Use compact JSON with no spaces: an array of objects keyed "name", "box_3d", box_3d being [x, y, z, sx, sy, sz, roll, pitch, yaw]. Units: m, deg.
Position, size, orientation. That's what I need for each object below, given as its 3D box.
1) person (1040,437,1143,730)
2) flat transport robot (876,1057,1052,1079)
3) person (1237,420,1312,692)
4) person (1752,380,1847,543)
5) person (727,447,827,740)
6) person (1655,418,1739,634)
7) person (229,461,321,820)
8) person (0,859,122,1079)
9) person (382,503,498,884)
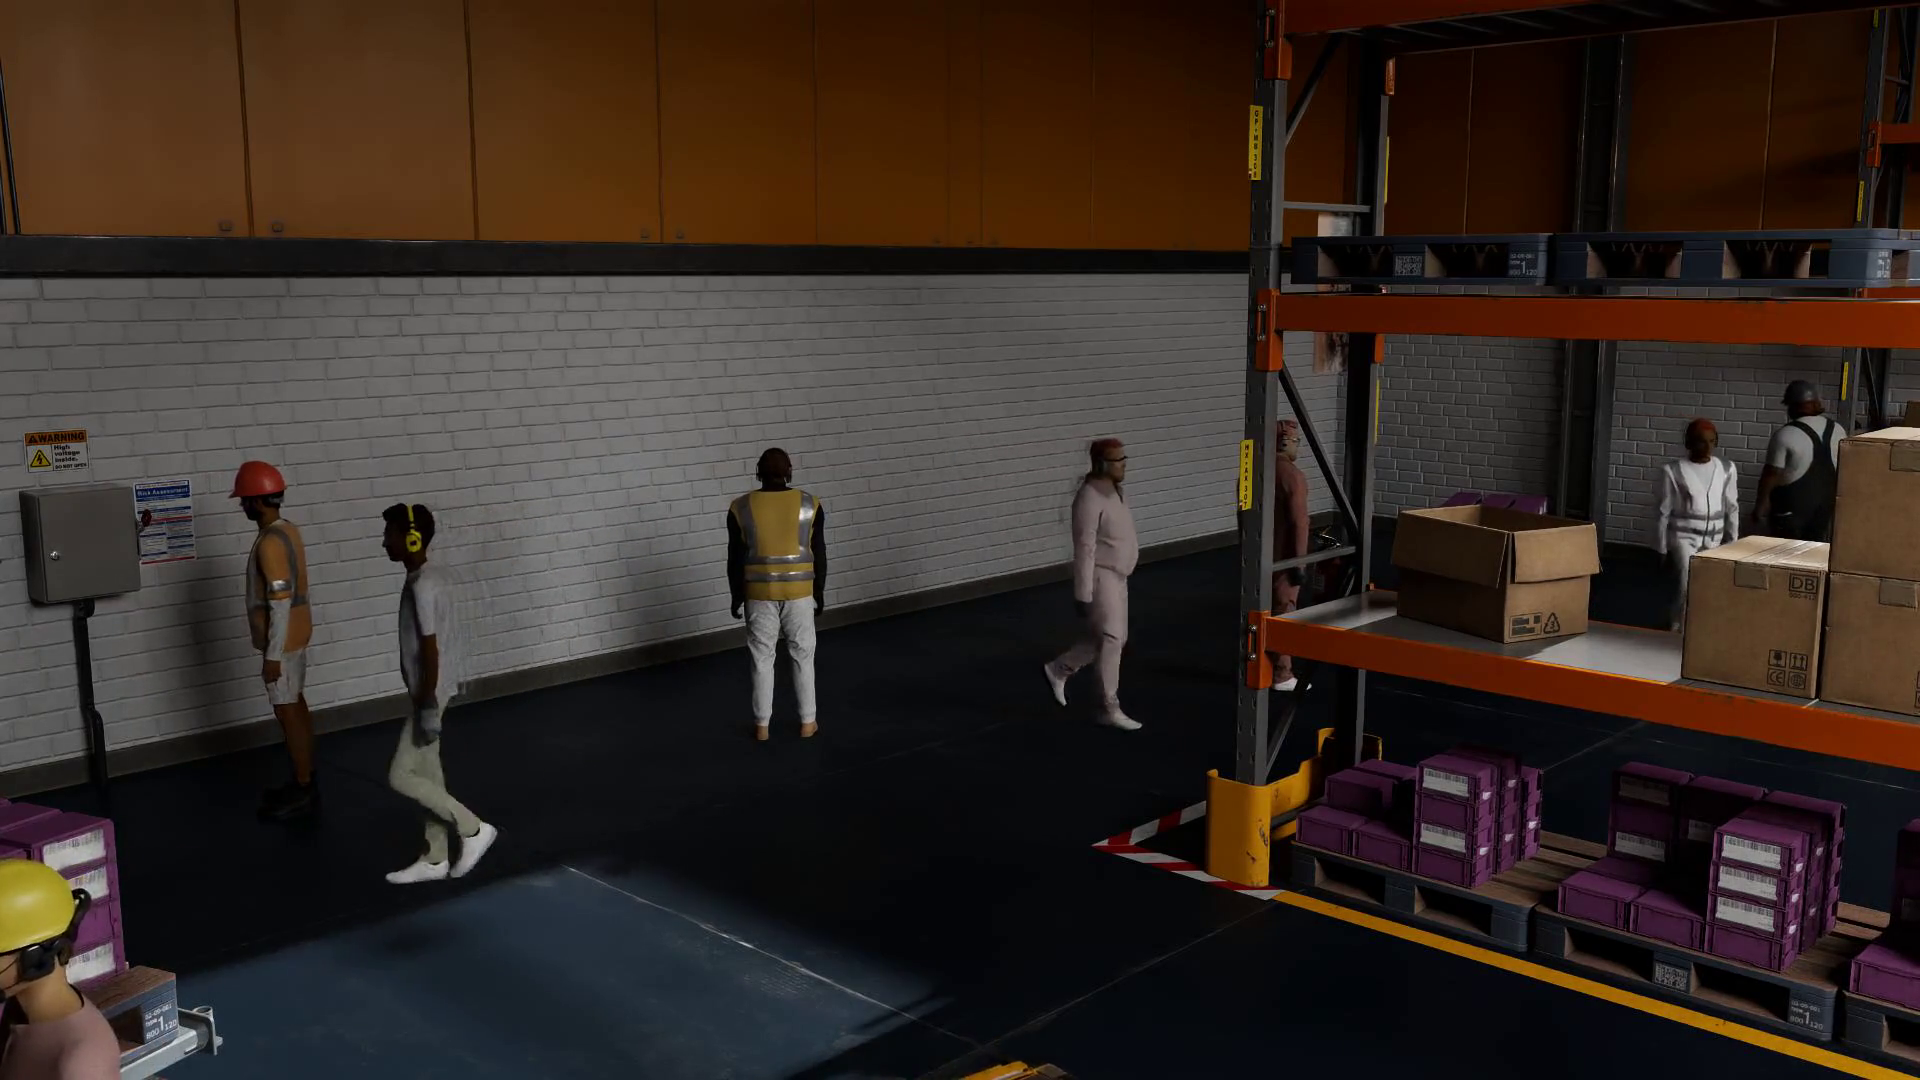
[{"name":"person","box_3d":[0.857,0.268,10.716,0.646,1.894,0.644,3,10,19]},{"name":"flat transport robot","box_3d":[0.318,1.979,5.189,0.652,0.197,1.431,-7,11,-36]},{"name":"person","box_3d":[2.227,0.107,11.680,0.399,1.905,0.643,-5,11,-30]},{"name":"person","box_3d":[7.073,-0.351,14.064,0.703,2.000,0.535,-2,9,-12]},{"name":"person","box_3d":[-1.144,0.338,10.448,0.619,1.845,0.430,-2,9,-9]},{"name":"person","box_3d":[5.457,0.003,12.453,0.584,1.862,0.780,-1,9,-6]},{"name":"person","box_3d":[-3.687,0.535,8.952,0.373,1.933,0.549,-2,10,-13]},{"name":"person","box_3d":[-1.895,1.512,3.490,0.330,1.765,0.533,-9,13,-43]},{"name":"person","box_3d":[-2.537,0.743,7.913,0.436,1.857,0.553,-3,10,-16]}]
